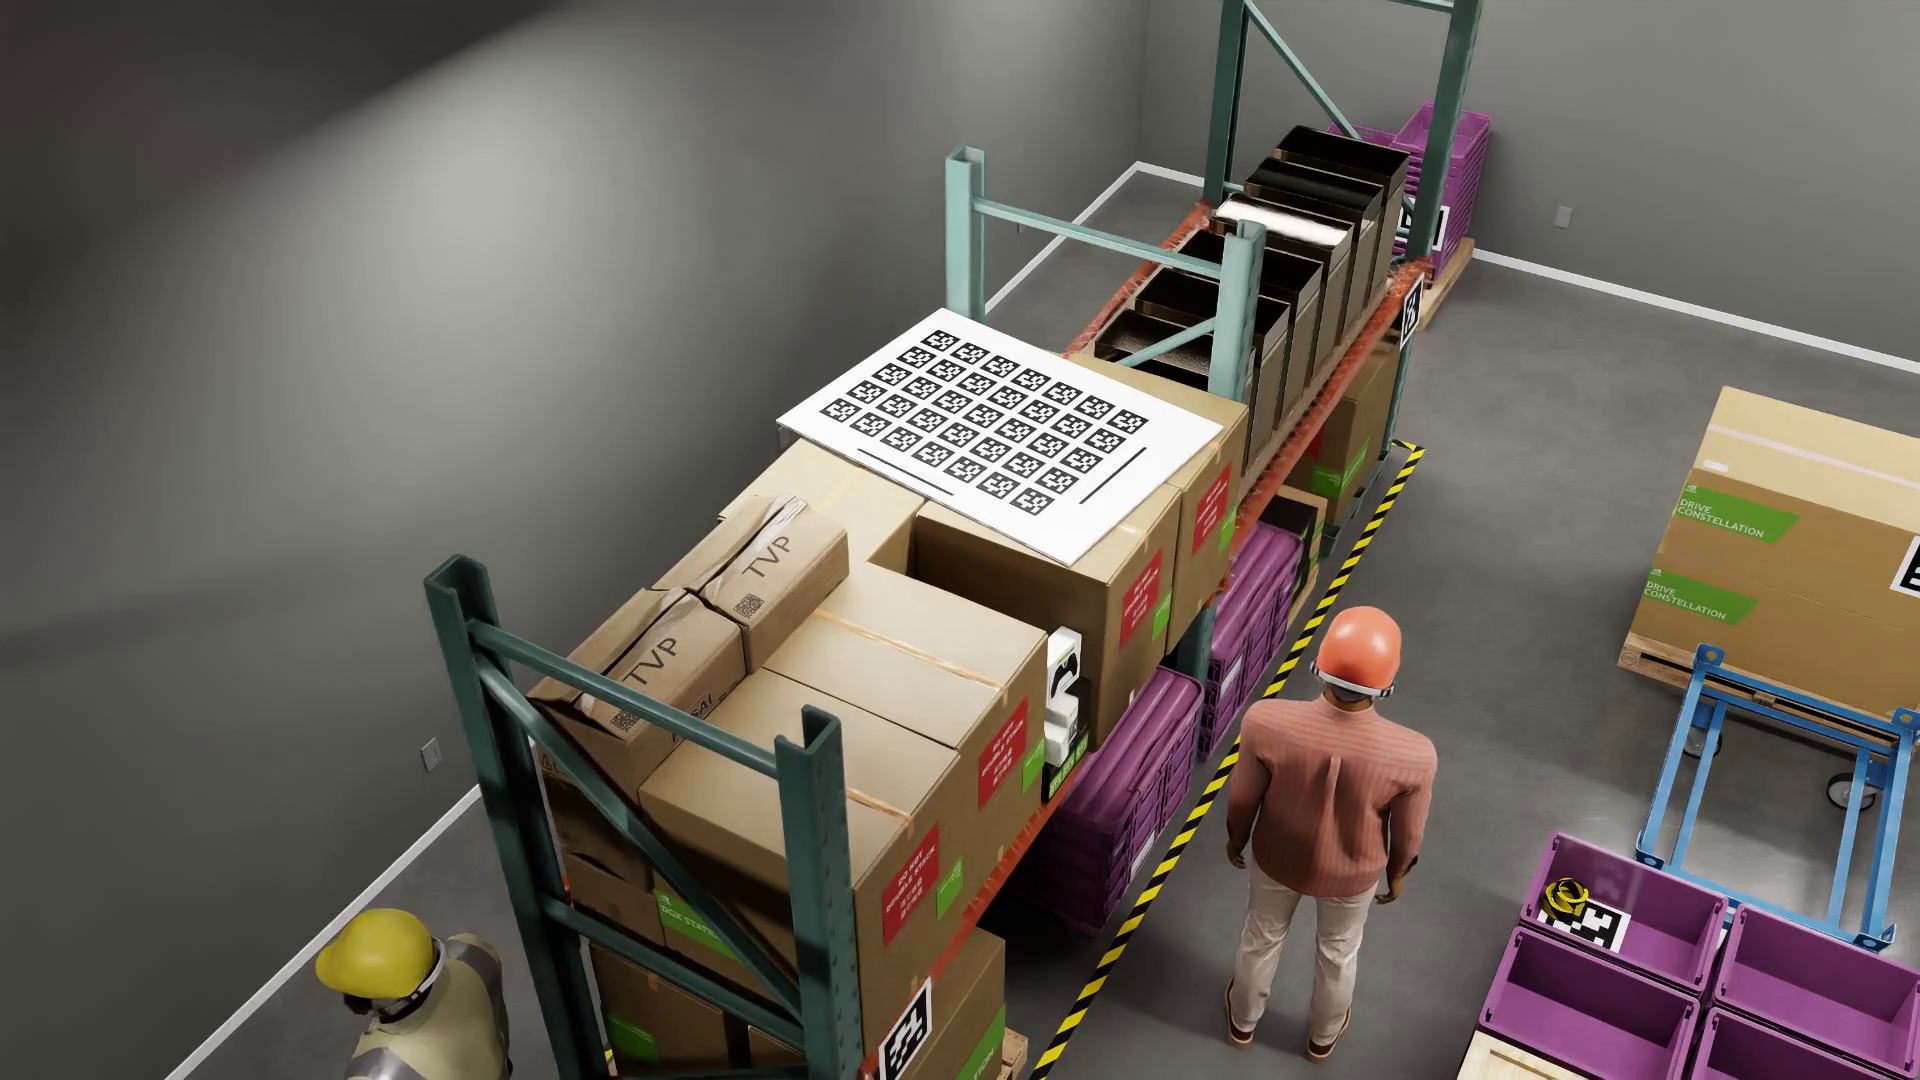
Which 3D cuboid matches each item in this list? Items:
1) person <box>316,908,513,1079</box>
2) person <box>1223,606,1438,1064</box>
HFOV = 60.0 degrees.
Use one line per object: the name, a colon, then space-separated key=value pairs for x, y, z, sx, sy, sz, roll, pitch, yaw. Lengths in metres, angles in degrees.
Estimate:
person: x=-1.465 y=1.642 z=4.717 sx=0.404 sy=1.836 sz=0.600 roll=11 pitch=41 yaw=13
person: x=1.156 y=0.993 z=5.370 sx=0.612 sy=1.995 sz=0.382 roll=10 pitch=41 yaw=12
